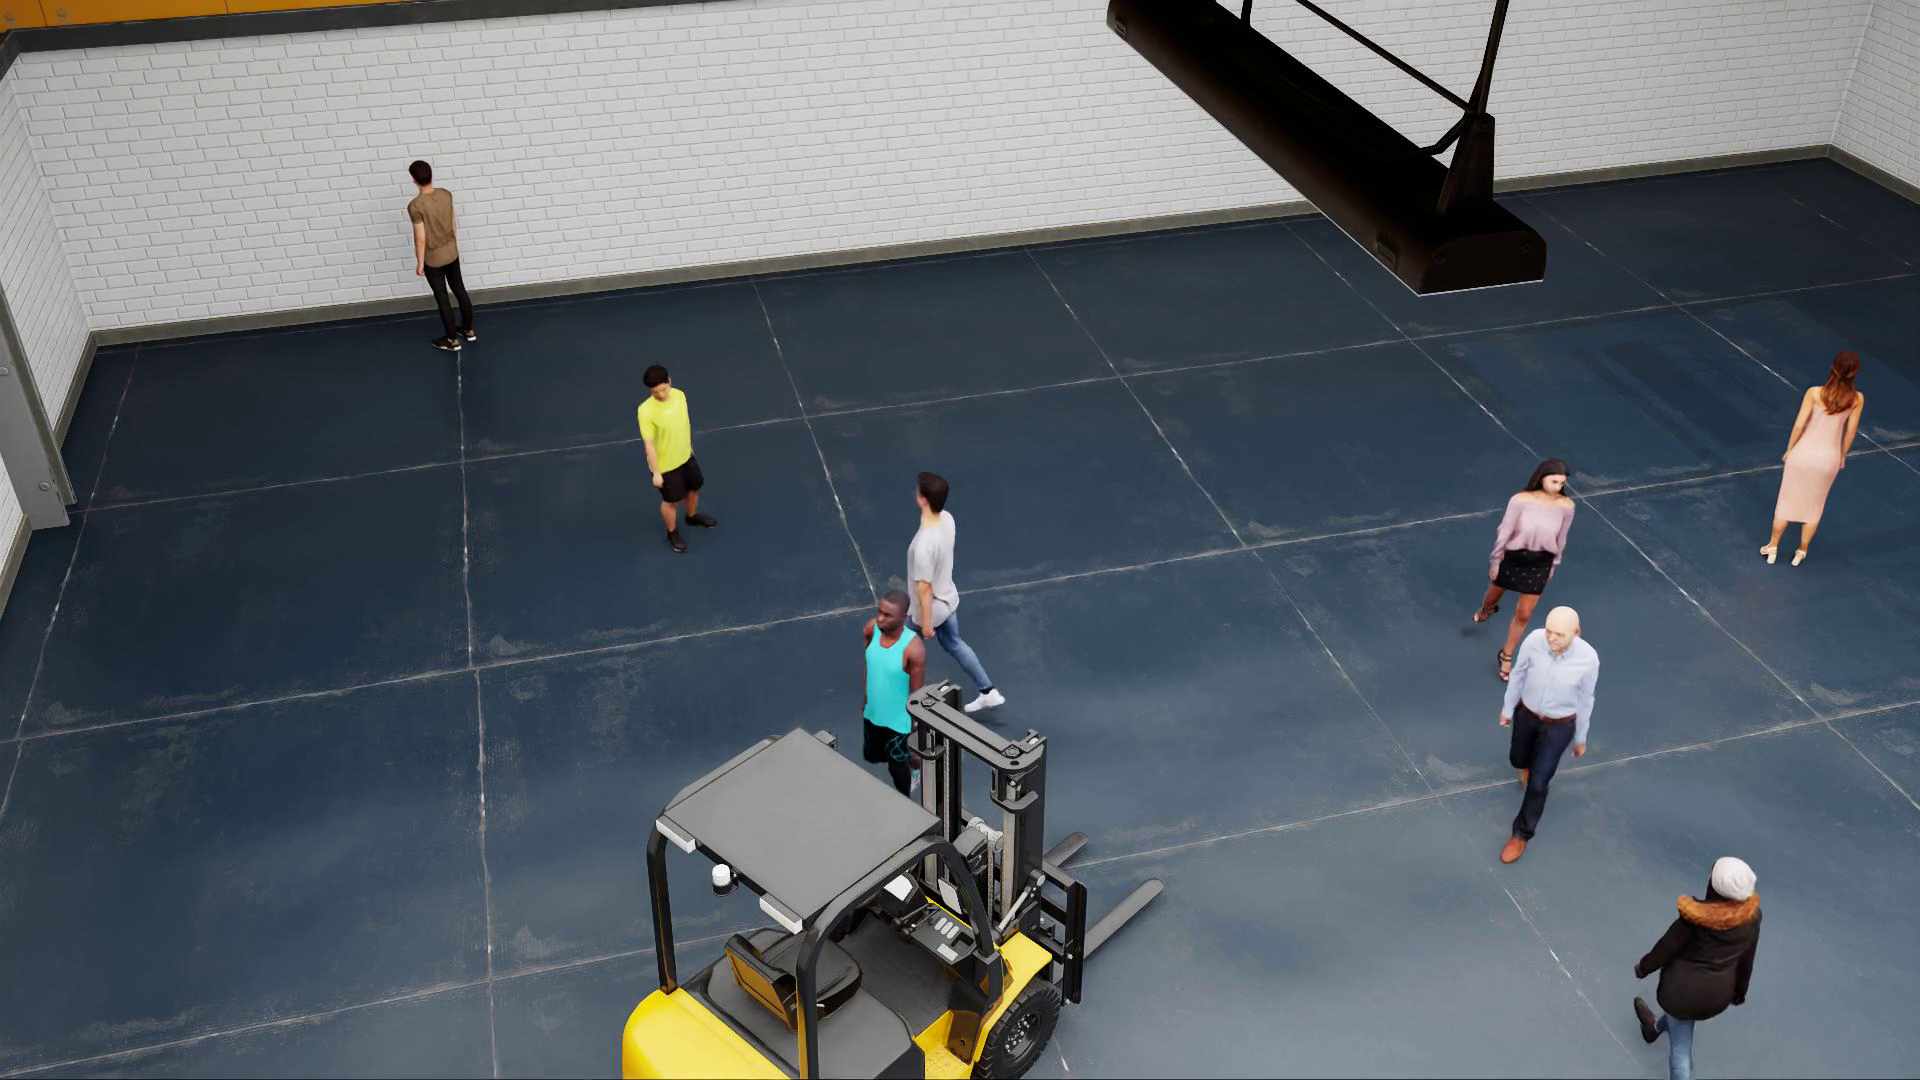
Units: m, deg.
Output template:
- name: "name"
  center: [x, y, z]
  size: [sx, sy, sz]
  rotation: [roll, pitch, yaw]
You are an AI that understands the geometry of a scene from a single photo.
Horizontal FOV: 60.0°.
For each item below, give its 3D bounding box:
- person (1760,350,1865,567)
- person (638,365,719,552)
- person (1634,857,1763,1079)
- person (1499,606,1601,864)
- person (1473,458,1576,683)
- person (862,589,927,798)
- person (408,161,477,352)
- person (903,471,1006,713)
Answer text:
- name: "person"
  center: [6.473, -0.612, 12.595]
  size: [0.656, 1.832, 0.672]
  rotation: [10, 35, 14]
- name: "person"
  center: [-2.238, -0.657, 12.814]
  size: [0.882, 1.665, 0.854]
  rotation: [13, 36, 18]
- name: "person"
  center: [3.763, 2.304, 8.416]
  size: [0.691, 1.603, 0.980]
  rotation: [-5, 34, -8]
- name: "person"
  center: [3.571, 1.073, 10.126]
  size: [1.159, 1.759, 1.185]
  rotation: [18, 38, 25]
- name: "person"
  center: [3.872, 0.149, 11.490]
  size: [0.893, 1.788, 1.034]
  rotation: [10, 35, 14]
- name: "person"
  center: [-0.339, 1.016, 10.178]
  size: [0.879, 1.797, 0.912]
  rotation: [25, 41, 33]
- name: "person"
  center: [-4.910, -2.693, 15.711]
  size: [0.795, 1.849, 0.739]
  rotation: [19, 38, 26]
- name: "person"
  center: [-0.101, 0.416, 11.038]
  size: [1.185, 1.844, 1.237]
  rotation: [11, 35, 17]
